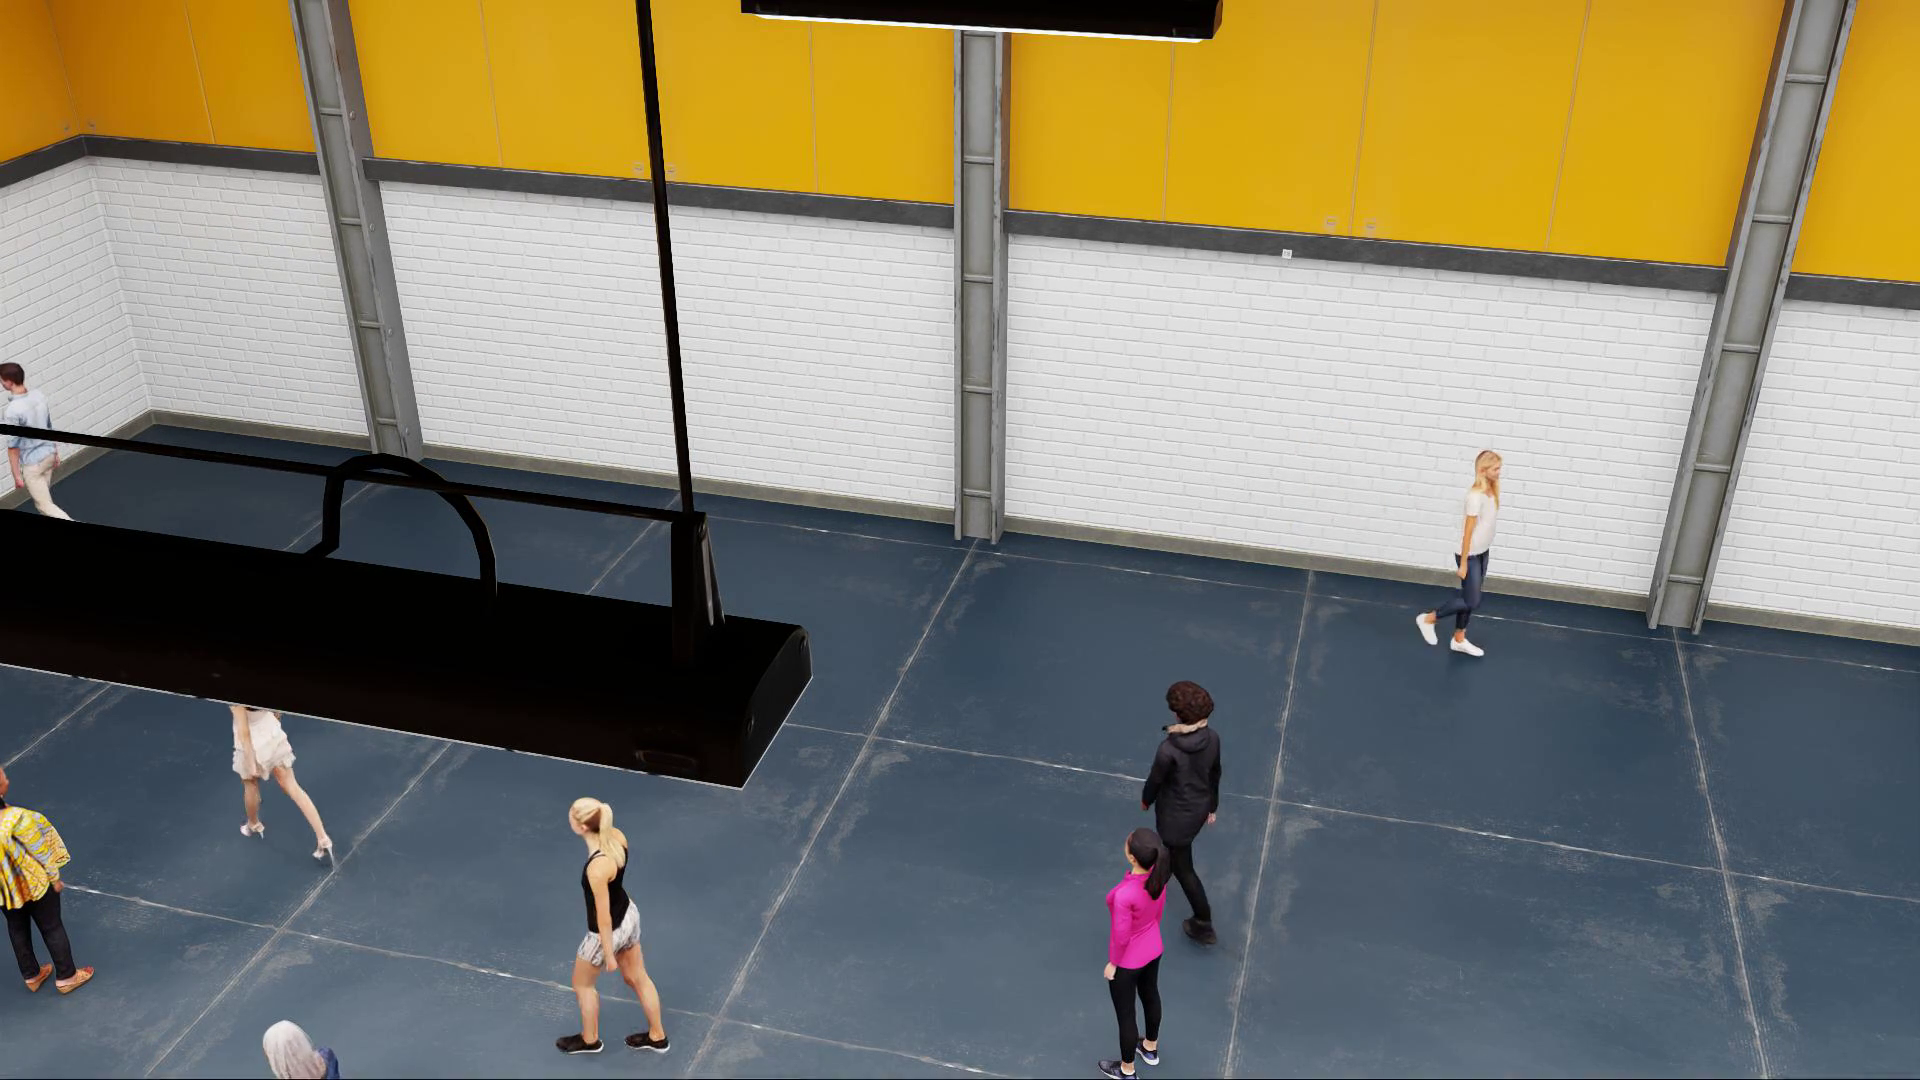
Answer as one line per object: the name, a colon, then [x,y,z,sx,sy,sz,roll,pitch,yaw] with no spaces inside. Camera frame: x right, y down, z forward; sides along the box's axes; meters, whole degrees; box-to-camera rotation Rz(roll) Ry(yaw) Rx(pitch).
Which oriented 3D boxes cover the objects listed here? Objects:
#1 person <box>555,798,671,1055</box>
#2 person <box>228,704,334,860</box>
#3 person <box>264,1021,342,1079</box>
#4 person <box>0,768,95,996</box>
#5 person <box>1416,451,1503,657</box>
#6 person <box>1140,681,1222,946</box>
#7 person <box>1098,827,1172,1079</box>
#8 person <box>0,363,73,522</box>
person: [-1.858,2.183,9.308,0.875,1.818,0.631,7,29,12]
person: [-4.475,1.397,10.881,1.086,1.691,0.688,11,31,20]
person: [-3.070,2.970,8.002,0.551,1.698,0.608,7,29,12]
person: [-5.547,2.003,9.809,0.713,1.655,0.799,4,29,7]
person: [3.964,0.095,13.157,0.858,1.799,0.719,18,33,29]
person: [1.417,1.724,10.238,1.018,1.734,1.153,-19,34,-31]
person: [0.984,2.297,9.234,0.709,1.699,0.685,24,37,37]
person: [-8.011,-0.674,14.535,1.044,1.828,0.710,4,29,8]
